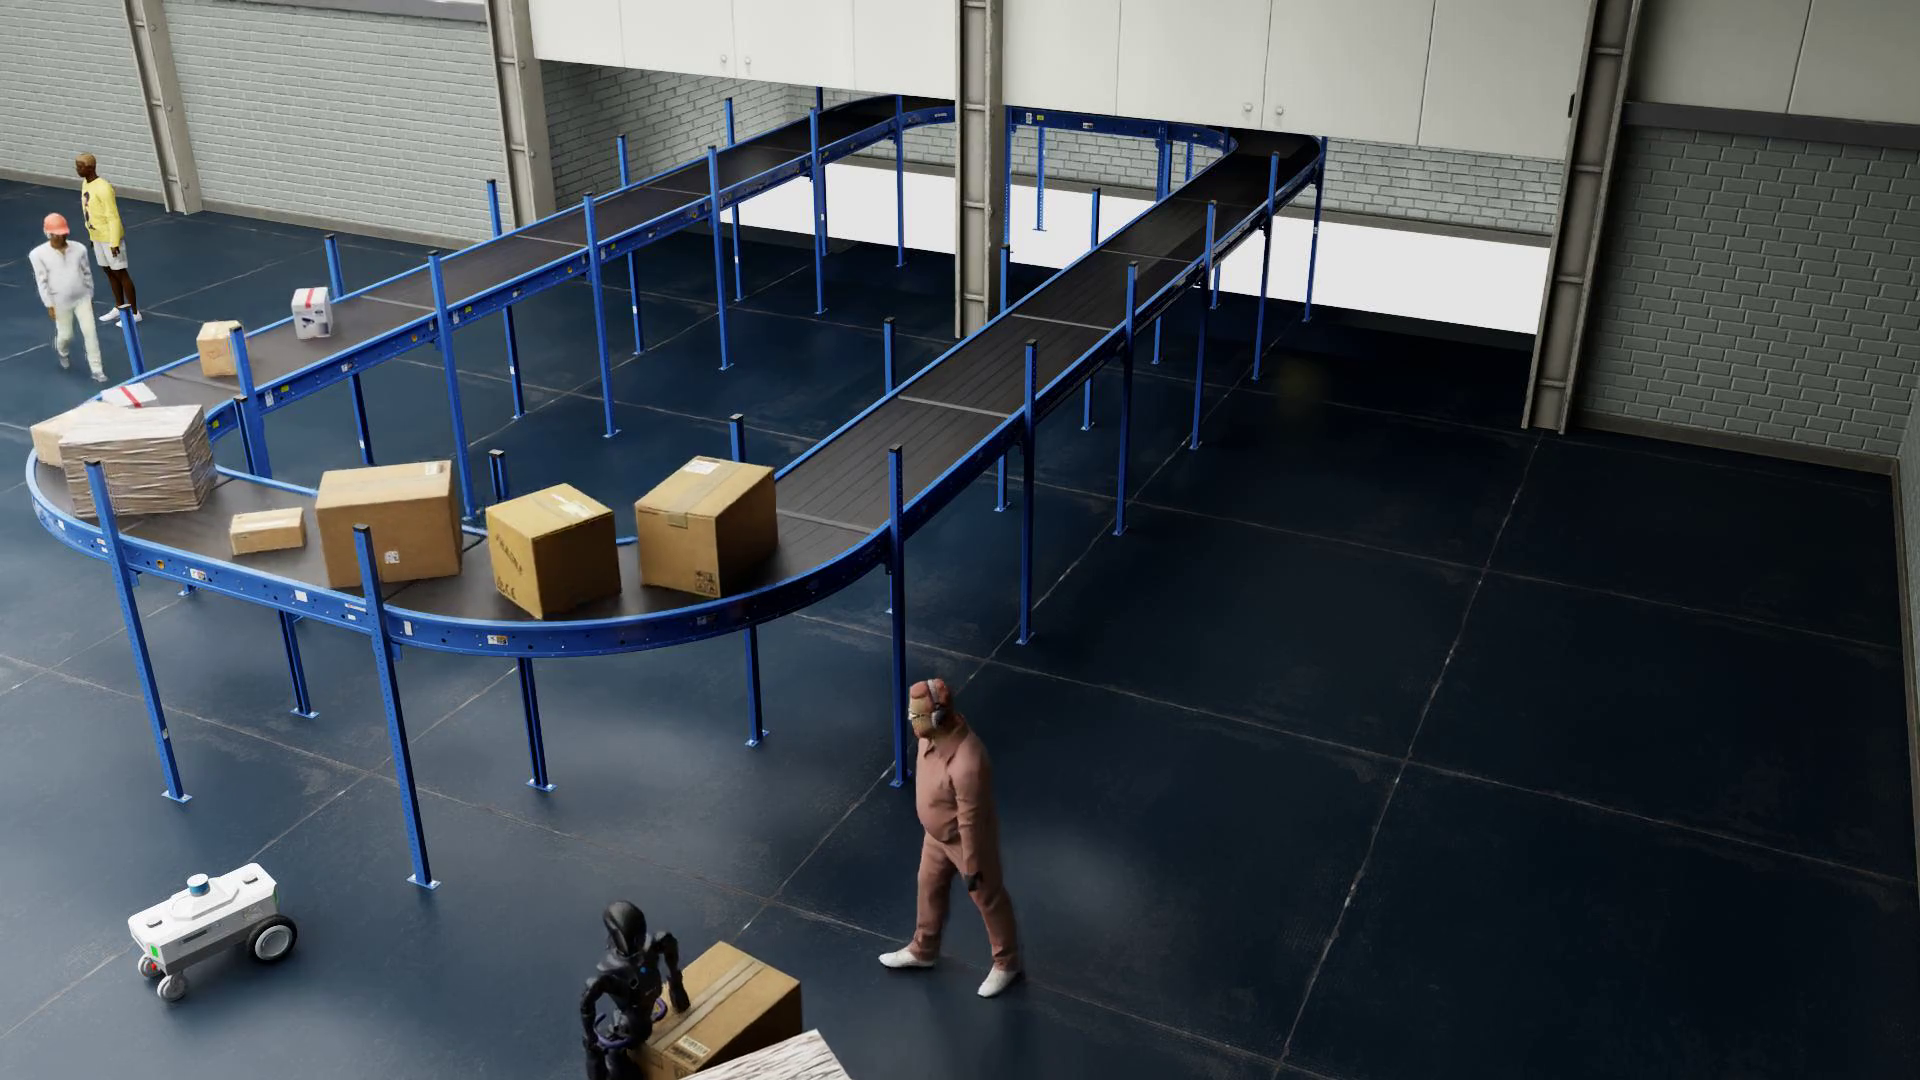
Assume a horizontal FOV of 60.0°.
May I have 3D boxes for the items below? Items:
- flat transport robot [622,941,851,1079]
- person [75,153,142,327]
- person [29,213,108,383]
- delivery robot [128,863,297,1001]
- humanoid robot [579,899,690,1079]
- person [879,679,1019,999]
[{"bbox_3d":[-1.001,2.925,7.582,1.431,0.231,0.659,-20,33,-35],"label":"flat transport robot"},{"bbox_3d":[-9.408,-3.313,18.320,0.548,1.899,0.375,19,32,34],"label":"person"},{"bbox_3d":[-9.006,-2.462,16.784,0.552,1.732,0.640,-23,35,-39],"label":"person"},{"bbox_3d":[-4.036,2.074,8.997,0.803,0.614,0.499,-24,35,-39],"label":"delivery robot"},{"bbox_3d":[-1.415,2.251,7.356,0.310,1.650,0.603,20,33,34],"label":"humanoid robot"},{"bbox_3d":[-0.030,1.535,8.608,0.703,1.862,0.645,-11,29,-22],"label":"person"}]
